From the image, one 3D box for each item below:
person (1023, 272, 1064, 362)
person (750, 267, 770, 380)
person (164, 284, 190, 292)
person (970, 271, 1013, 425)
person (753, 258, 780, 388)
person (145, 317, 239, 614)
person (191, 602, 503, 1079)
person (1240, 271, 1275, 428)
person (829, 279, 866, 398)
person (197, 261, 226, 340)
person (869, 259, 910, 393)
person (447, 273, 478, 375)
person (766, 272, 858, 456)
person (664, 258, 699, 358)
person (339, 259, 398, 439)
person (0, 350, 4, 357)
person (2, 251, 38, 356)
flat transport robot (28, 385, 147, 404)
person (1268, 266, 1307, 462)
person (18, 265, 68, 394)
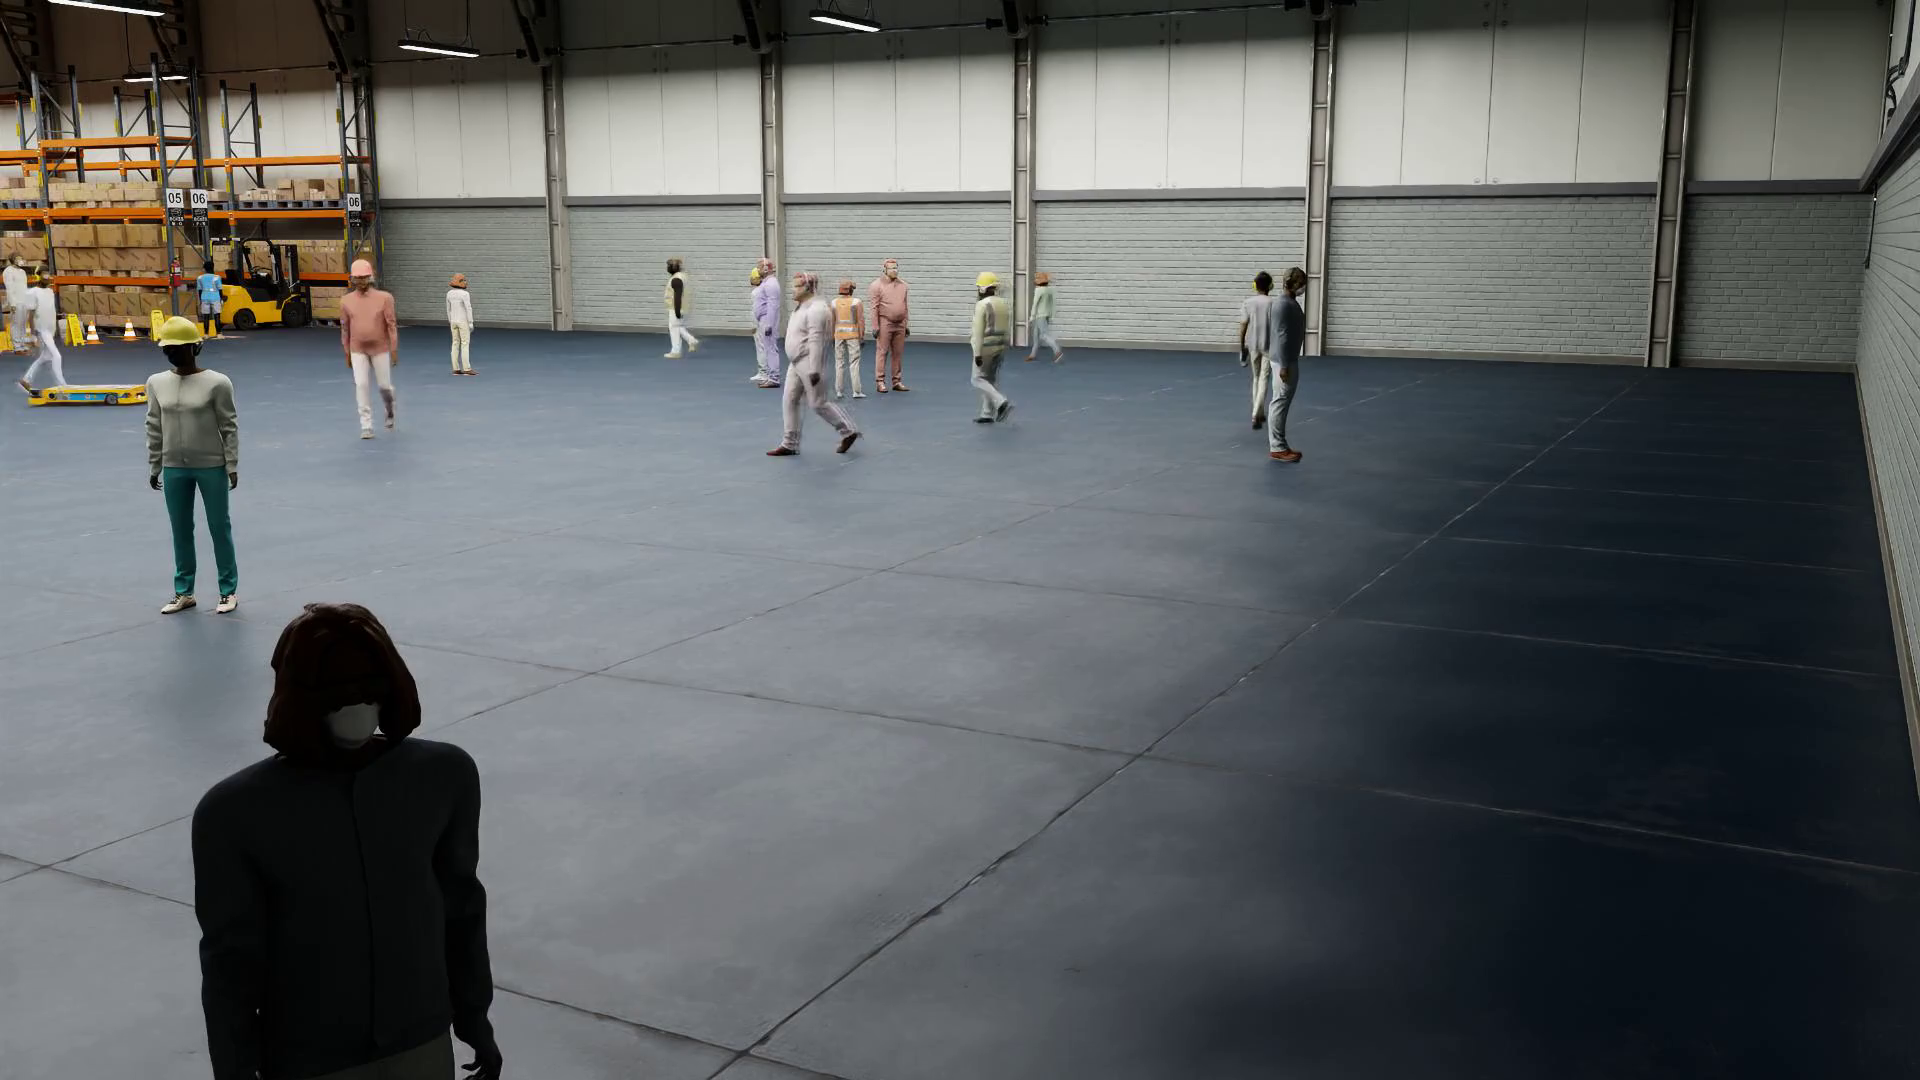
[{"bbox_3d":[1.493,-3.951,29.488,0.783,1.603,0.509,5,11,24],"label":"person"},{"bbox_3d":[-3.116,-3.366,25.911,0.319,1.742,0.492,4,11,21],"label":"person"},{"bbox_3d":[-18.227,-5.813,38.678,0.422,1.947,0.642,6,12,31],"label":"person"},{"bbox_3d":[0.378,-2.238,19.558,0.542,1.821,0.594,7,12,32],"label":"person"},{"bbox_3d":[-2.854,-3.206,24.597,0.403,1.904,0.652,-1,10,-7],"label":"person"},{"bbox_3d":[-4.546,-0.433,9.853,0.535,1.767,0.316,0,10,0],"label":"person"},{"bbox_3d":[-1.046,0.906,2.913,0.500,1.633,0.281,-9,14,-41],"label":"person"},{"bbox_3d":[3.549,-2.237,19.549,0.520,1.830,0.951,5,12,26],"label":"person"},{"bbox_3d":[-1.553,-2.768,22.937,0.515,1.639,0.314,4,11,20],"label":"person"},{"bbox_3d":[-16.100,-5.151,35.766,0.538,1.695,0.318,0,10,1],"label":"person"},{"bbox_3d":[-0.984,-3.073,23.865,0.652,1.906,0.408,-8,13,-37],"label":"person"},{"bbox_3d":[-8.017,-3.460,26.726,0.500,1.633,0.281,6,12,28],"label":"person"},{"bbox_3d":[-1.509,-1.790,16.961,0.897,1.873,0.649,-5,12,-25],"label":"person"},{"bbox_3d":[-5.151,-4.255,30.526,0.549,1.825,0.636,-1,10,-7],"label":"person"},{"bbox_3d":[-6.577,-2.134,18.552,0.627,1.980,0.703,-1,10,-8],"label":"person"},{"bbox_3d":[-17.875,-4.290,30.136,1.007,2.000,0.712,5,11,25],"label":"person"},{"bbox_3d":[-17.555,-4.403,31.032,0.372,1.940,0.630,-1,10,-5],"label":"person"},{"bbox_3d":[-11.546,-1.948,22.196,1.431,0.197,0.652,-1,10,-6],"label":"flat transport robot"},{"bbox_3d":[3.264,-1.751,16.589,0.371,1.934,0.627,3,11,18],"label":"person"},{"bbox_3d":[-12.888,-2.937,23.355,0.909,1.831,0.527,1,10,4],"label":"person"}]
